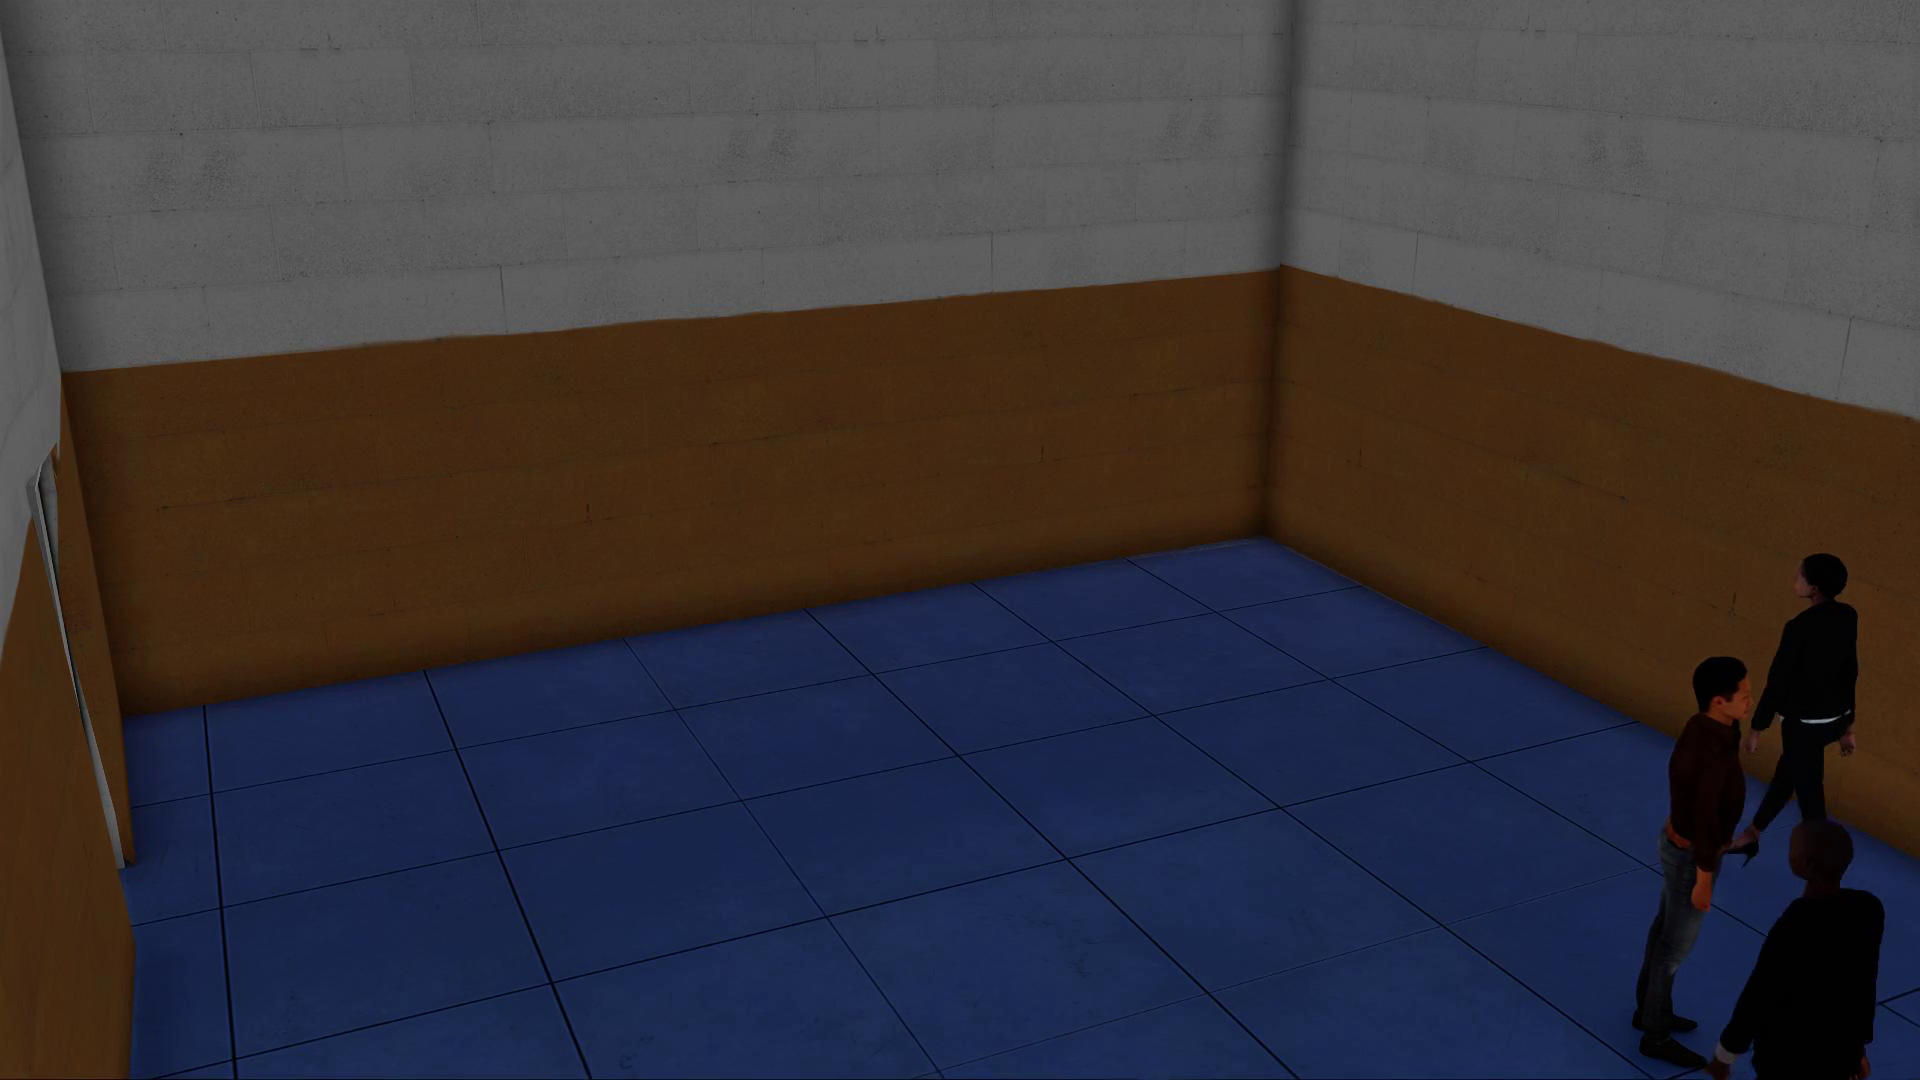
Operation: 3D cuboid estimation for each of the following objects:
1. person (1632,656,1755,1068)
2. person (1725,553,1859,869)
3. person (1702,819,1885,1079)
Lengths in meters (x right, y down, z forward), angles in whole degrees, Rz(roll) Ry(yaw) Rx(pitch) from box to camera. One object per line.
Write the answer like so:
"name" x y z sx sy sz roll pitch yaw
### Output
"person" 3.013 1.304 6.868 0.752 1.781 0.697 6 20 18
"person" 4.071 0.976 7.811 0.936 1.799 0.702 -8 20 -23
"person" 2.873 1.800 5.507 1.110 1.710 0.752 -9 21 -25
